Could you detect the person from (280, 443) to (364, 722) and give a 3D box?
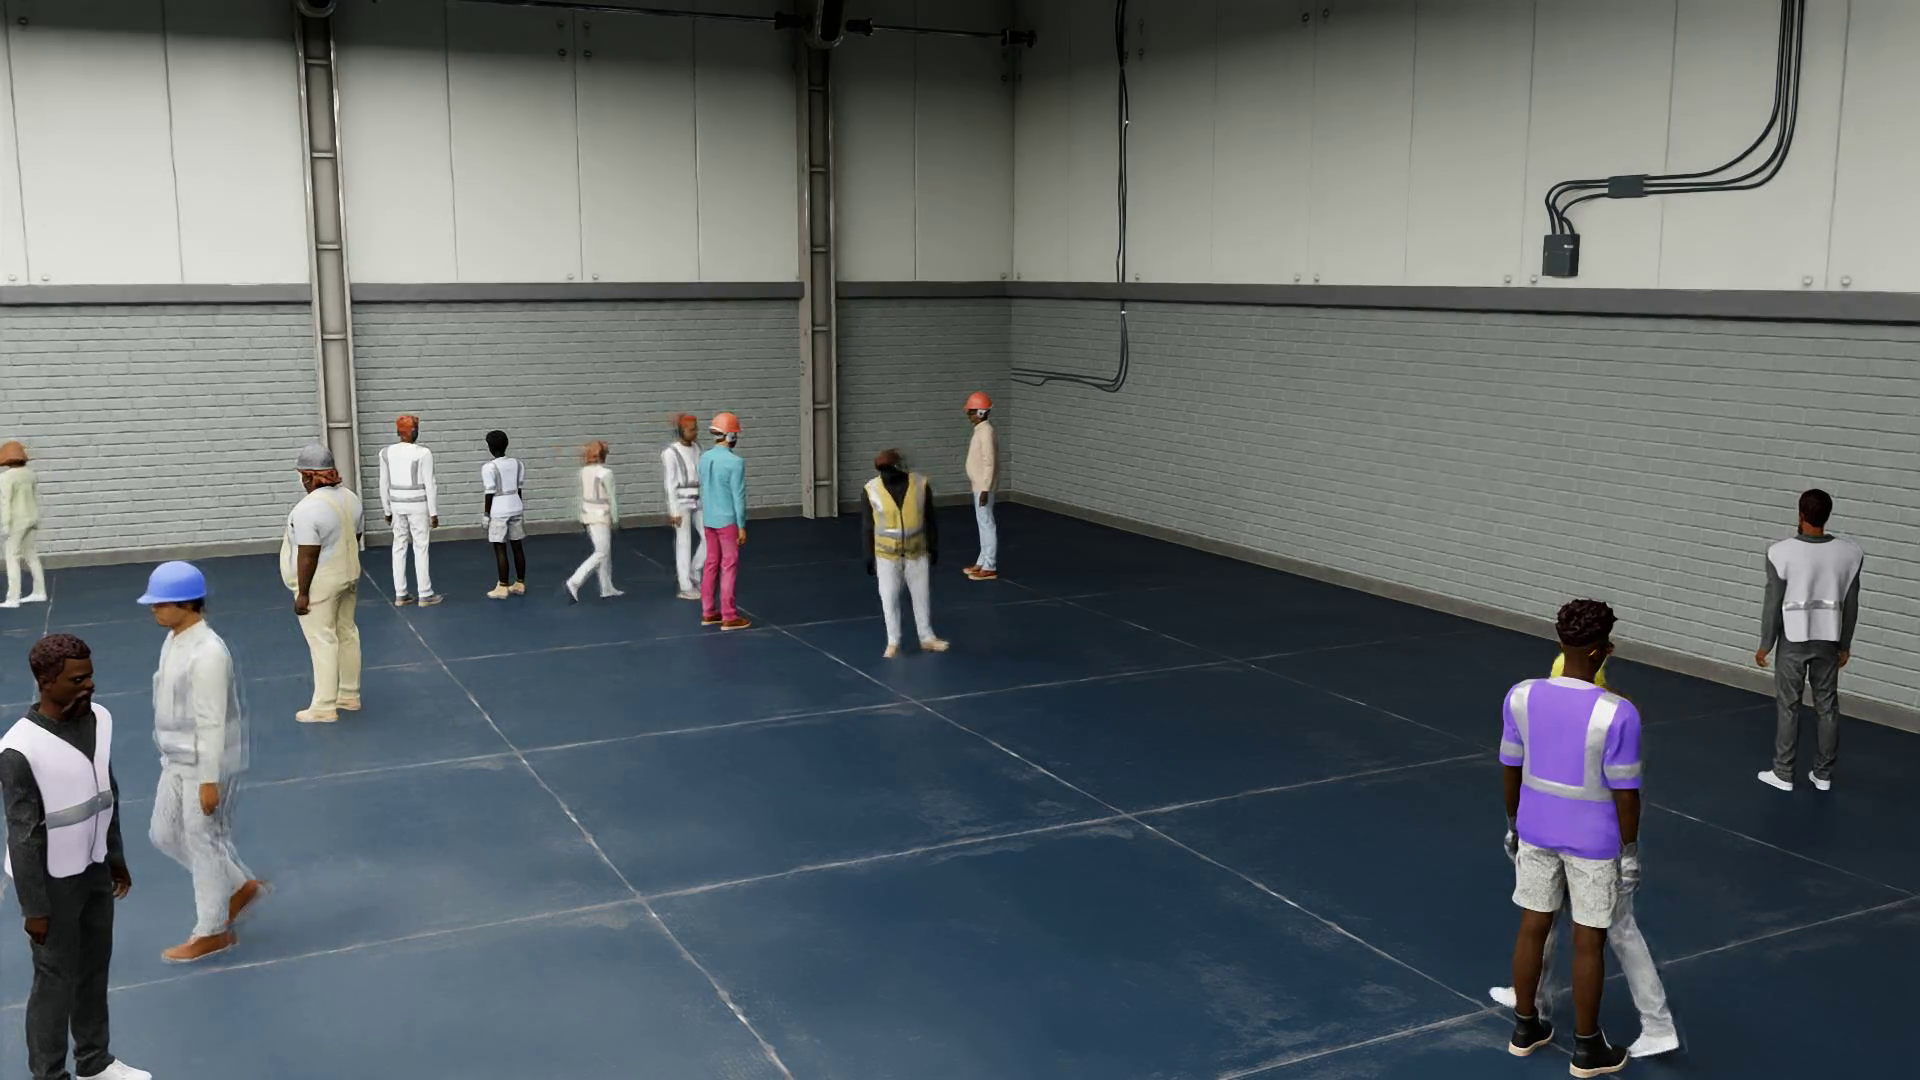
[{"bbox_3d":[-4.690,0.302,12.166,0.538,2.000,0.683,2,9,11],"label":"person"}]

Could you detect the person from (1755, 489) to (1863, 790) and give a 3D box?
[{"bbox_3d":[5.343,0.635,10.488,0.587,1.920,0.395,1,9,3],"label":"person"}]

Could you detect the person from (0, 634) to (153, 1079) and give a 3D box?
[{"bbox_3d":[-3.476,1.296,6.465,0.391,1.911,0.584,1,9,3],"label":"person"}]

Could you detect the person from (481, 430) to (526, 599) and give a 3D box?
[{"bbox_3d":[-4.582,-0.258,16.688,0.321,1.692,0.529,5,11,29],"label":"person"}]

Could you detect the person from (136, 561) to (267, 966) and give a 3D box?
[{"bbox_3d":[-3.624,1.048,7.881,0.430,1.937,0.630,-7,12,-38],"label":"person"}]

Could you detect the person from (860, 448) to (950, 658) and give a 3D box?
[{"bbox_3d":[-0.480,0.113,14.083,0.725,1.803,0.471,-2,9,-11],"label":"person"}]

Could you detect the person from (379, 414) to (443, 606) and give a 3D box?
[{"bbox_3d":[-5.382,-0.288,16.286,0.579,1.882,0.342,2,10,14],"label":"person"}]

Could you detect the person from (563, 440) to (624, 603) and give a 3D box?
[{"bbox_3d":[-3.641,-0.182,16.457,0.690,1.612,0.520,-8,12,-41],"label":"person"}]

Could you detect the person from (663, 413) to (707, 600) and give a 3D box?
[{"bbox_3d":[-2.682,-0.329,16.564,0.443,1.871,0.599,5,11,30],"label":"person"}]

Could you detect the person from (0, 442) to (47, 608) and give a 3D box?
[{"bbox_3d":[-9.226,-0.155,16.298,0.316,1.625,0.543,1,9,5],"label":"person"}]

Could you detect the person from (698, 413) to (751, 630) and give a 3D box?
[{"bbox_3d":[-2.151,-0.173,15.281,0.609,1.987,0.409,8,13,42],"label":"person"}]

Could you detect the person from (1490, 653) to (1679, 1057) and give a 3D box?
[{"bbox_3d":[2.679,1.305,7.025,0.494,1.696,0.886,-6,11,-31],"label":"person"}]

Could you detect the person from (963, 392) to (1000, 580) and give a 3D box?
[{"bbox_3d":[0.229,-0.575,17.711,0.393,1.995,0.612,-1,9,-6],"label":"person"}]

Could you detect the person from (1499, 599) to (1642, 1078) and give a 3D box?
[{"bbox_3d":[2.506,1.206,6.823,0.366,1.967,0.603,-8,12,-40],"label":"person"}]
